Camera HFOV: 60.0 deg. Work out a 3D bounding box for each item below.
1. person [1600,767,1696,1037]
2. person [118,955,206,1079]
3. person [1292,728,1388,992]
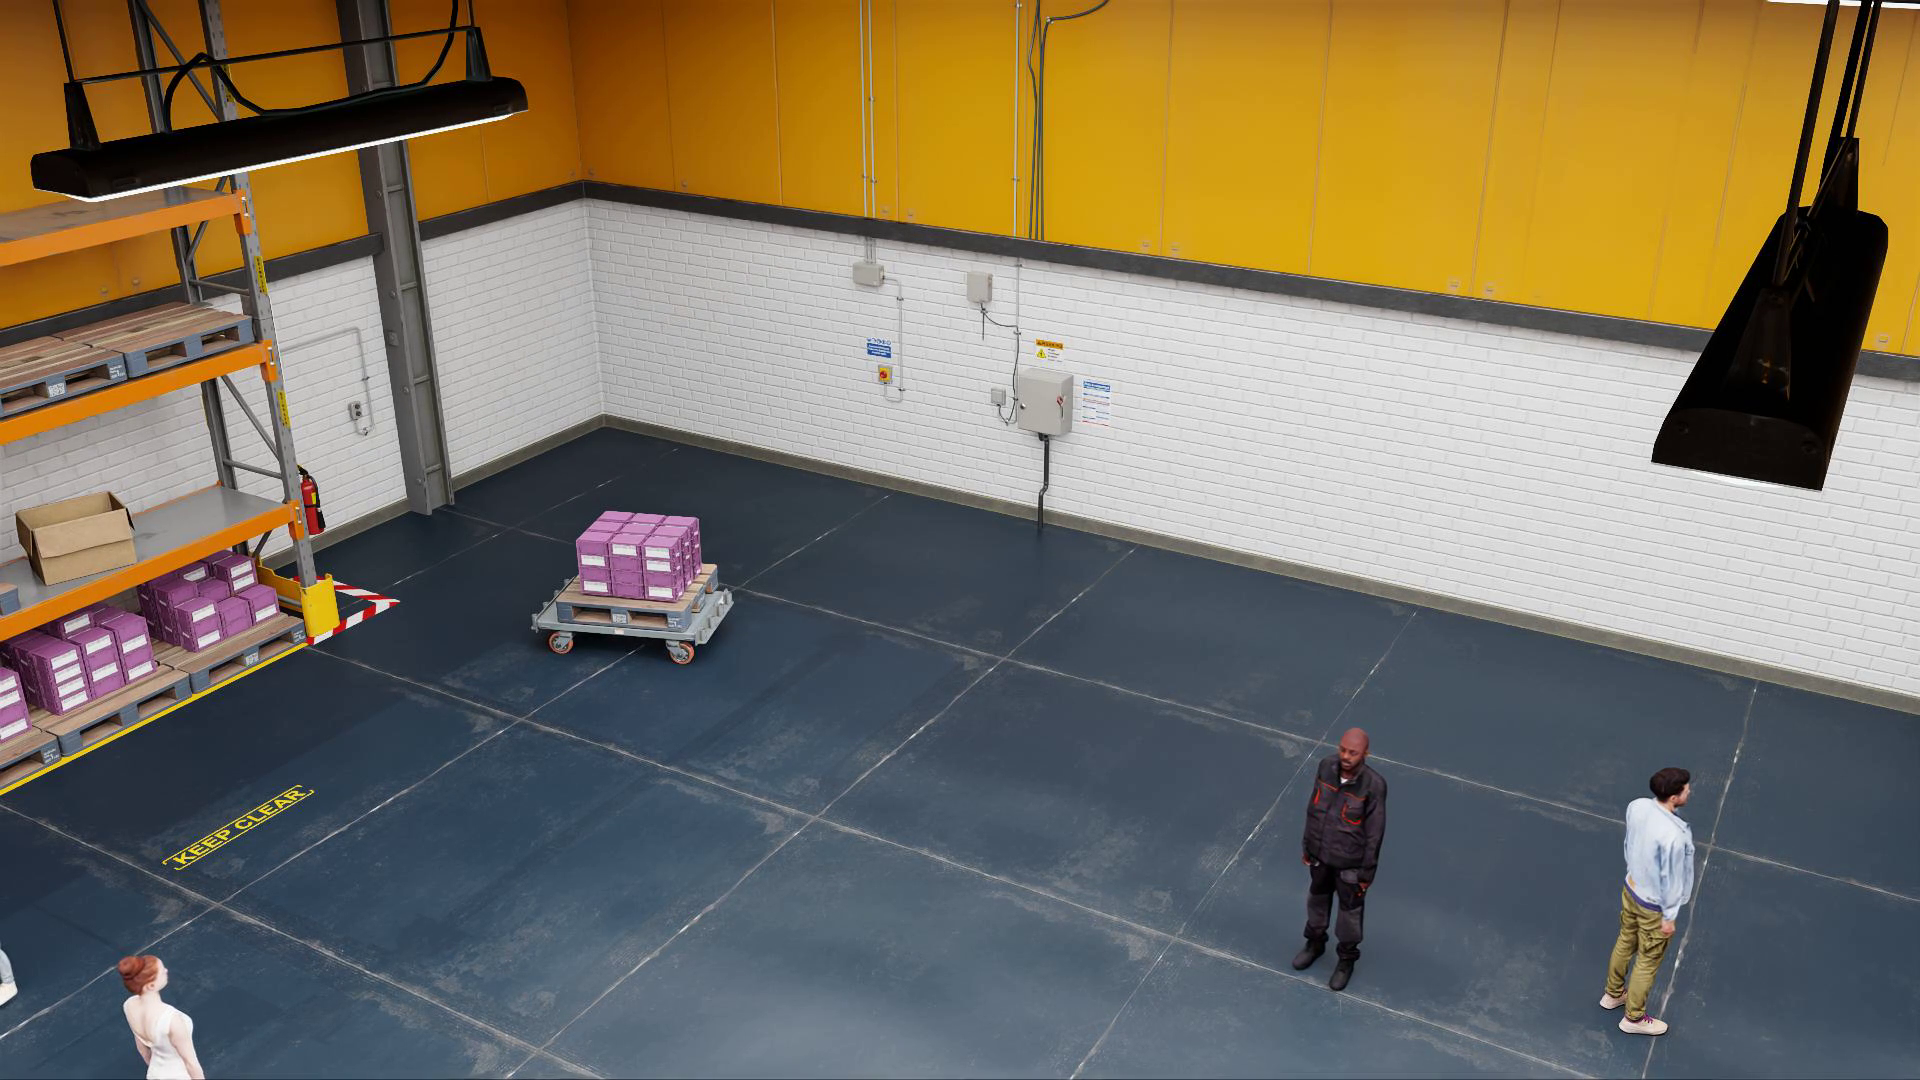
[{"bbox_3d":[4.233,2.191,10.206,0.821,1.812,0.730,-3,24,-8],"label":"person"},{"bbox_3d":[-4.094,2.881,8.652,0.573,1.793,0.476,12,26,25],"label":"person"},{"bbox_3d":[2.454,1.983,10.674,0.742,1.819,0.677,21,31,39],"label":"person"}]
